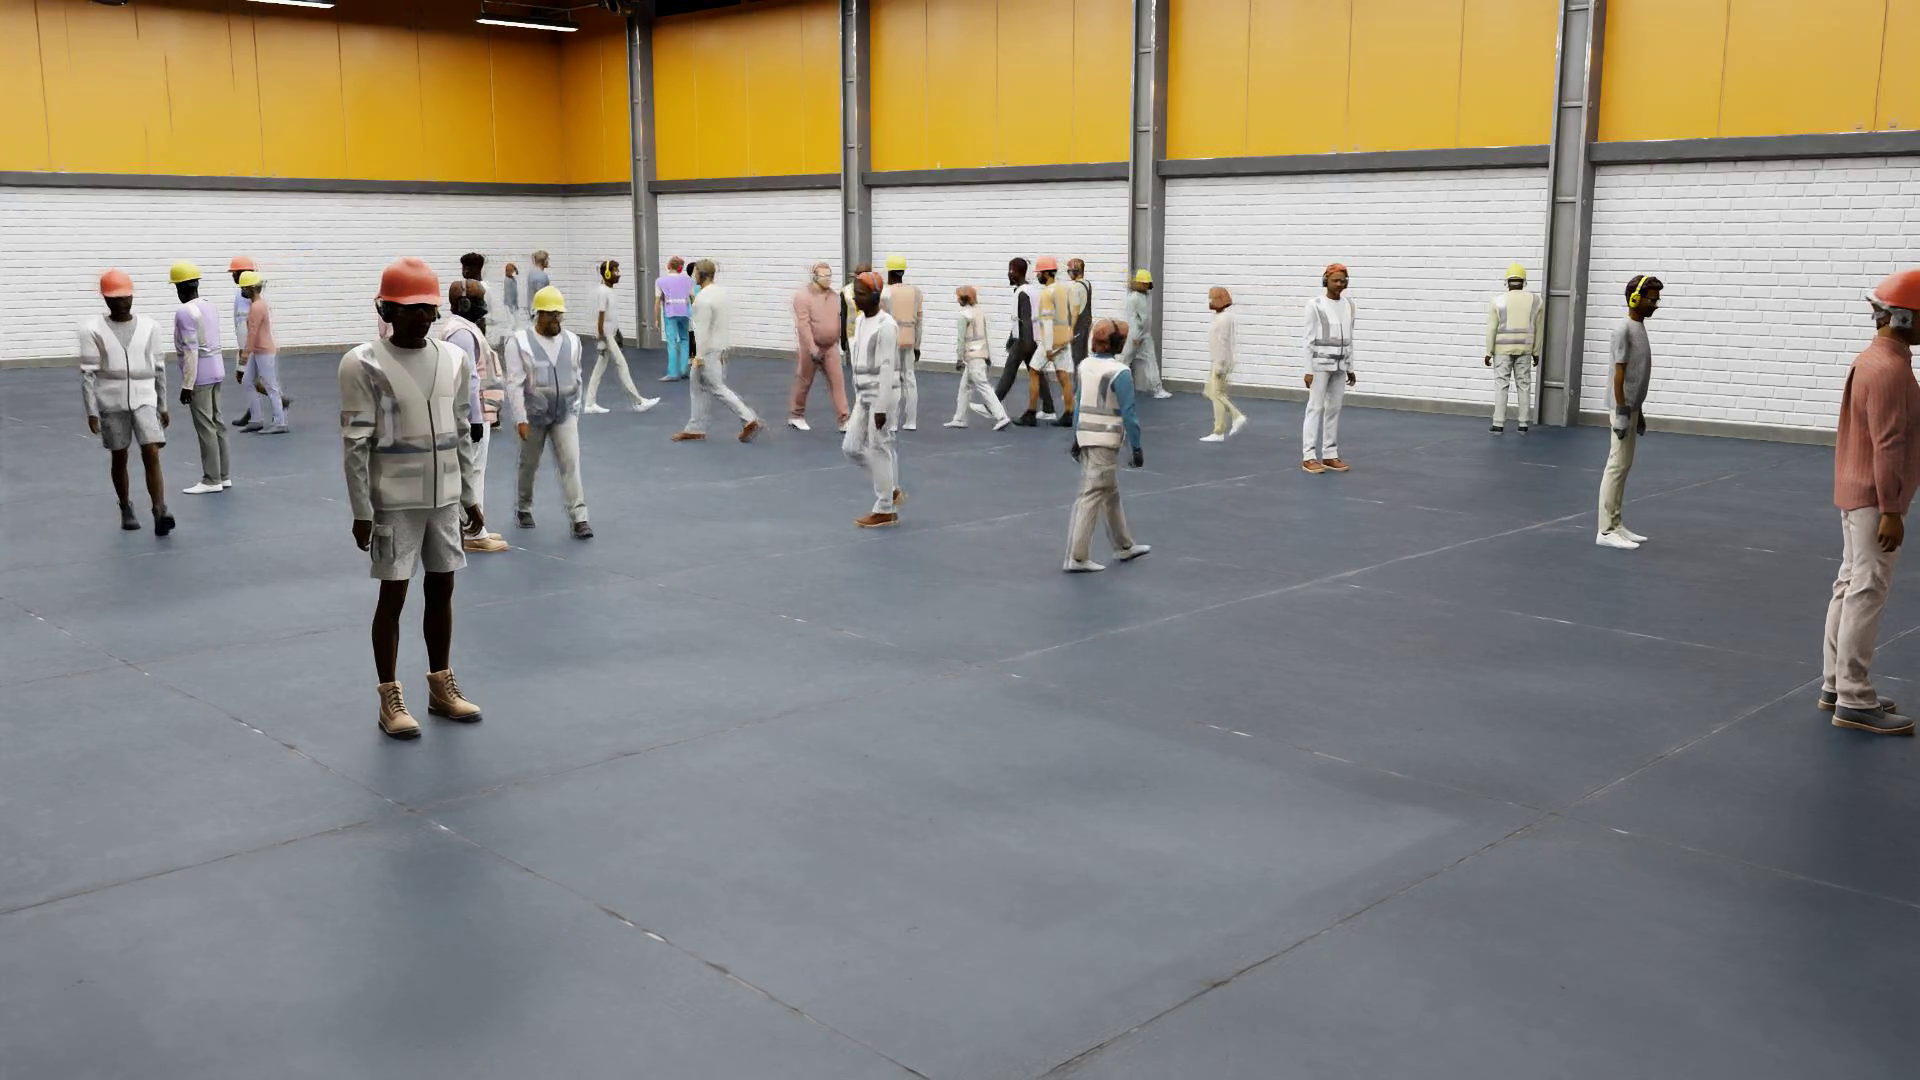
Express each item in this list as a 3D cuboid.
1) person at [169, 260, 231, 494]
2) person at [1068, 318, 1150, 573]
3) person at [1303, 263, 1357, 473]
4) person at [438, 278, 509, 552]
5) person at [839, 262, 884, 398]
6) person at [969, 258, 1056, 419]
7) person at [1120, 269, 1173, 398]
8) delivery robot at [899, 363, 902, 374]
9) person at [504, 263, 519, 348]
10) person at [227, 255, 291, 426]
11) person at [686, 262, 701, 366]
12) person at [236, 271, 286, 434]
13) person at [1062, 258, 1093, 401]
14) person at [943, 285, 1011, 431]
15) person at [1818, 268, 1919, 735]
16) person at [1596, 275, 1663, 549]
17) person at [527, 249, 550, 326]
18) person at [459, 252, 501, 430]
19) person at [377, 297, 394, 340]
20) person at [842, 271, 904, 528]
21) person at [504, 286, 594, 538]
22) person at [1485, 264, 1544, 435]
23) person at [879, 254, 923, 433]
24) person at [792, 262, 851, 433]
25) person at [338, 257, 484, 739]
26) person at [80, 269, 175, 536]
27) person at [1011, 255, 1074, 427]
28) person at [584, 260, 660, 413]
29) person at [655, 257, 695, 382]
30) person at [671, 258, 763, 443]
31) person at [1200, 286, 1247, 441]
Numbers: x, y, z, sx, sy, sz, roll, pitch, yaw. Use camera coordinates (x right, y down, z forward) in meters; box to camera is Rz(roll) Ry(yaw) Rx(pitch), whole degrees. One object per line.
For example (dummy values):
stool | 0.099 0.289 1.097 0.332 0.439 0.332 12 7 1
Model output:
person | -6.309 -1.342 13.779 0.383 1.924 0.589 0 10 -2
person | 0.994 -0.602 10.612 0.789 1.604 0.540 -5 12 -26
person | 3.336 -1.546 15.008 0.577 1.881 0.349 -6 12 -29
person | -3.302 -0.842 11.280 0.429 1.844 0.625 -4 11 -20
person | -1.198 -2.536 20.610 0.643 1.813 0.739 -2 11 -12
person | 0.640 -2.310 19.212 1.039 1.862 0.606 1 10 6
person | 2.348 -2.709 21.885 0.926 1.689 0.496 9 14 41
delivery robot | -1.122 -2.589 24.052 0.707 0.478 0.477 8 13 34
person | -8.417 -4.373 31.187 0.349 1.607 0.542 -1 10 -5
person | -7.849 -2.208 18.518 0.601 1.917 0.556 -1 10 -4
person | -4.327 -3.677 27.129 0.318 1.699 0.535 -6 12 -30
person | -7.564 -1.986 17.764 0.599 1.749 0.525 -4 11 -23
person | 1.522 -2.706 21.449 0.346 1.840 0.505 5 12 25
person | 0.217 -1.996 18.250 0.835 1.594 0.516 4 11 22
person | 3.994 -0.171 7.214 0.383 1.992 0.609 4 11 18
person | 4.604 -0.878 11.428 0.327 1.861 0.519 7 12 33
person | -6.622 -3.533 25.765 0.681 1.921 0.631 -5 12 -26
person | -5.254 -2.148 18.102 0.479 1.945 0.644 -1 10 -7
person | -6.892 -2.499 20.529 0.533 1.765 0.331 -2 11 -13
person | -0.635 -1.008 12.095 0.408 1.870 0.613 -5 12 -26
person | -2.963 -0.917 11.880 0.589 1.776 0.976 -7 12 -33
person | 5.918 -2.035 17.817 0.595 1.828 0.403 0 10 3
person | -0.677 -2.129 18.055 0.588 1.930 0.363 -7 12 -32
person | -1.513 -2.078 18.011 0.633 1.846 1.036 -8 13 -37
person | -2.313 -0.181 7.127 0.392 2.039 0.615 9 13 39
person | -5.890 -0.957 11.788 0.557 1.882 0.991 -6 12 -31
person | 0.937 -2.202 18.531 0.835 1.905 0.572 6 12 30
person | -4.104 -2.423 19.940 0.941 1.822 0.555 -1 10 -7
person | -4.175 -3.243 24.472 0.655 1.803 0.626 -4 11 -21
person | -2.509 -1.935 17.077 0.925 1.911 0.638 1 10 4
person | 2.720 -1.814 17.197 0.417 1.620 0.499 0 10 1
